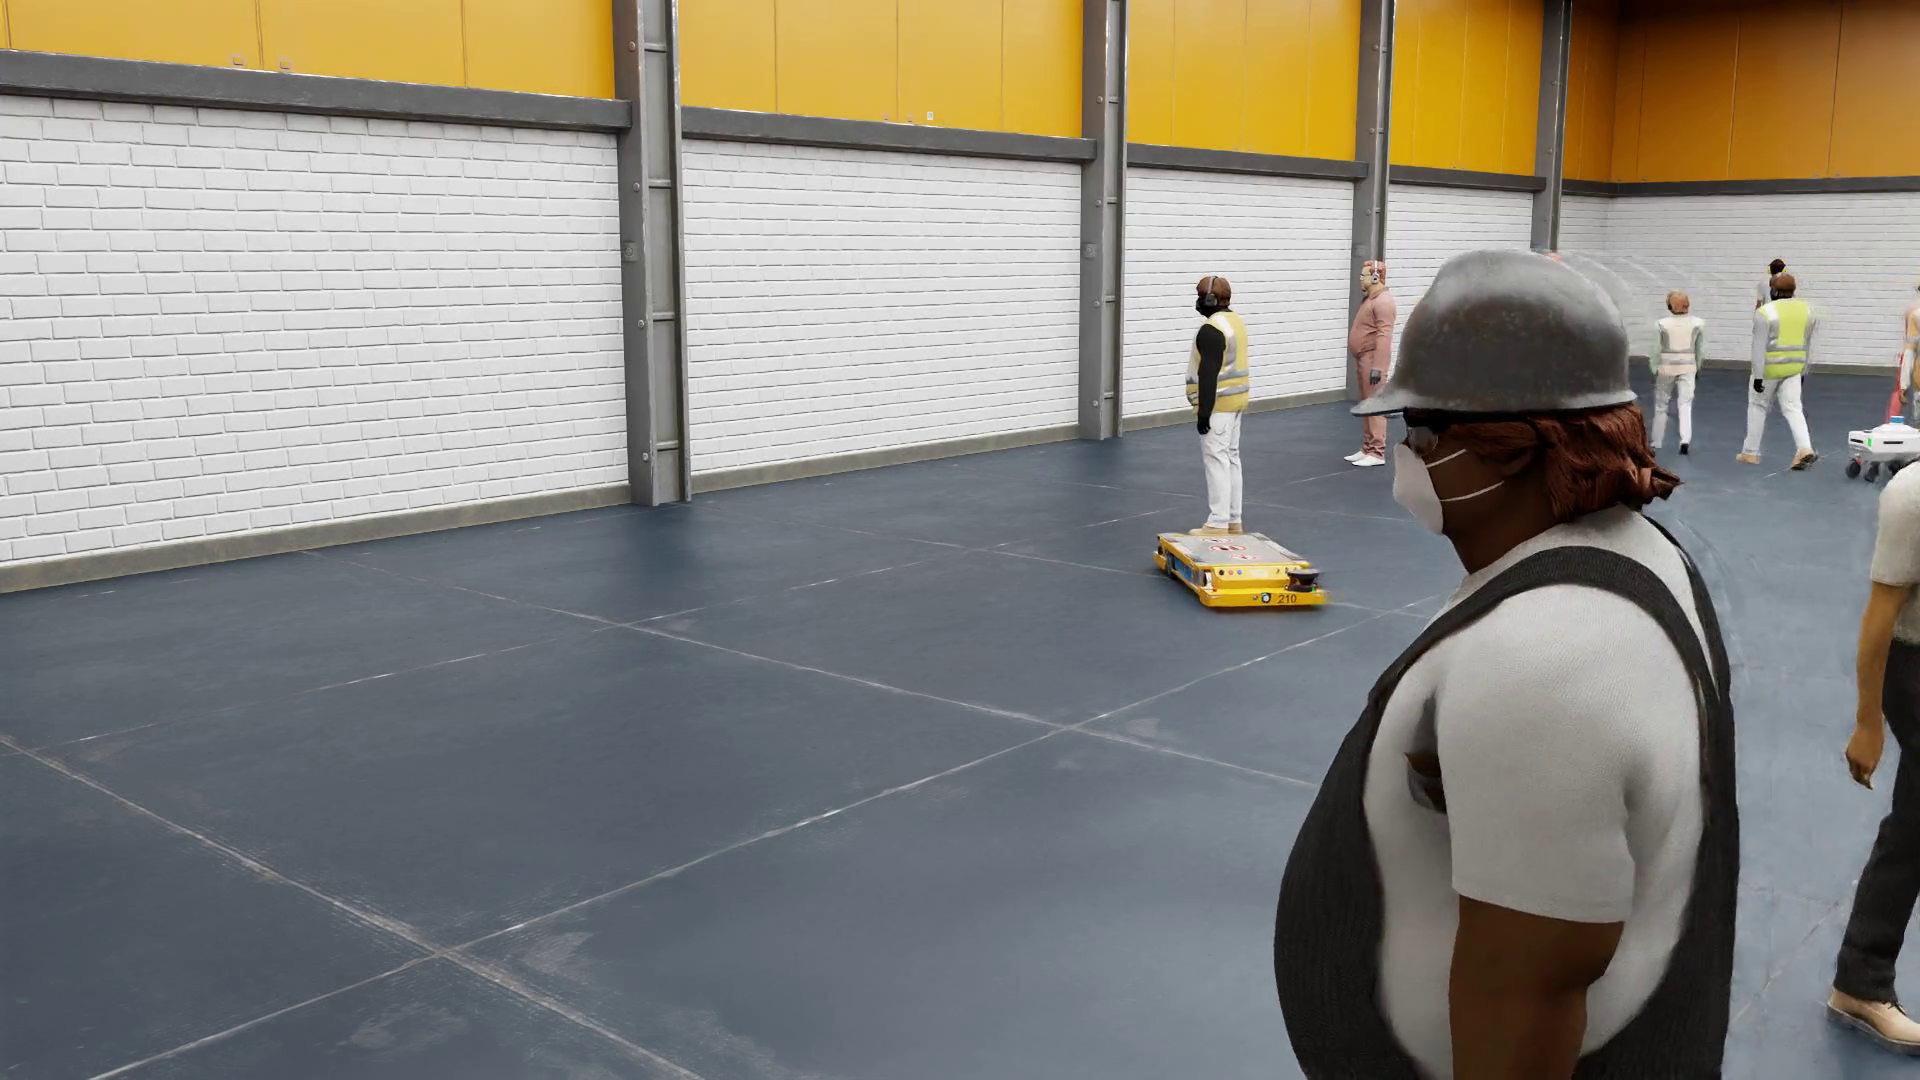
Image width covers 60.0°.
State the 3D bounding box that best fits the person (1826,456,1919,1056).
[{"bbox_3d":[2.472,0.438,3.920,0.540,1.814,0.852,-5,11,-28],"label":"person"}]

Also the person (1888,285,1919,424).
[{"bbox_3d":[10.358,-1.956,17.795,0.882,1.718,0.550,-2,10,-12],"label":"person"}]

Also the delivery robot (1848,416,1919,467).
[{"bbox_3d":[8.164,-0.841,14.532,0.707,0.478,0.477,-1,10,-4],"label":"delivery robot"}]

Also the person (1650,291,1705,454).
[{"bbox_3d":[7.111,-1.665,16.502,0.514,1.603,0.808,2,10,14],"label":"person"}]

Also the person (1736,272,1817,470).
[{"bbox_3d":[7.580,-1.559,15.339,0.626,1.814,0.911,-1,10,-7],"label":"person"}]

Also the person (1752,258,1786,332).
[{"bbox_3d":[11.734,-3.116,24.008,0.519,1.874,0.331,5,11,26],"label":"person"}]

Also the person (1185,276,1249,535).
[{"bbox_3d":[1.789,-0.918,11.618,0.432,1.835,0.630,5,11,26],"label":"person"}]

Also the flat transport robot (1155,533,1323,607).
[{"bbox_3d":[1.632,0.156,9.926,0.652,0.197,1.431,-1,10,-5],"label":"flat transport robot"}]

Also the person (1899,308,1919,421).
[{"bbox_3d":[8.120,-1.317,13.735,0.567,1.877,1.005,10,14,44],"label":"person"}]

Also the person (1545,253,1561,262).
[{"bbox_3d":[7.358,-2.593,20.765,0.622,1.970,0.859,5,11,25],"label":"person"}]

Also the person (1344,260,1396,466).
[{"bbox_3d":[3.823,-1.643,15.519,0.409,1.906,0.651,1,10,3],"label":"person"}]
